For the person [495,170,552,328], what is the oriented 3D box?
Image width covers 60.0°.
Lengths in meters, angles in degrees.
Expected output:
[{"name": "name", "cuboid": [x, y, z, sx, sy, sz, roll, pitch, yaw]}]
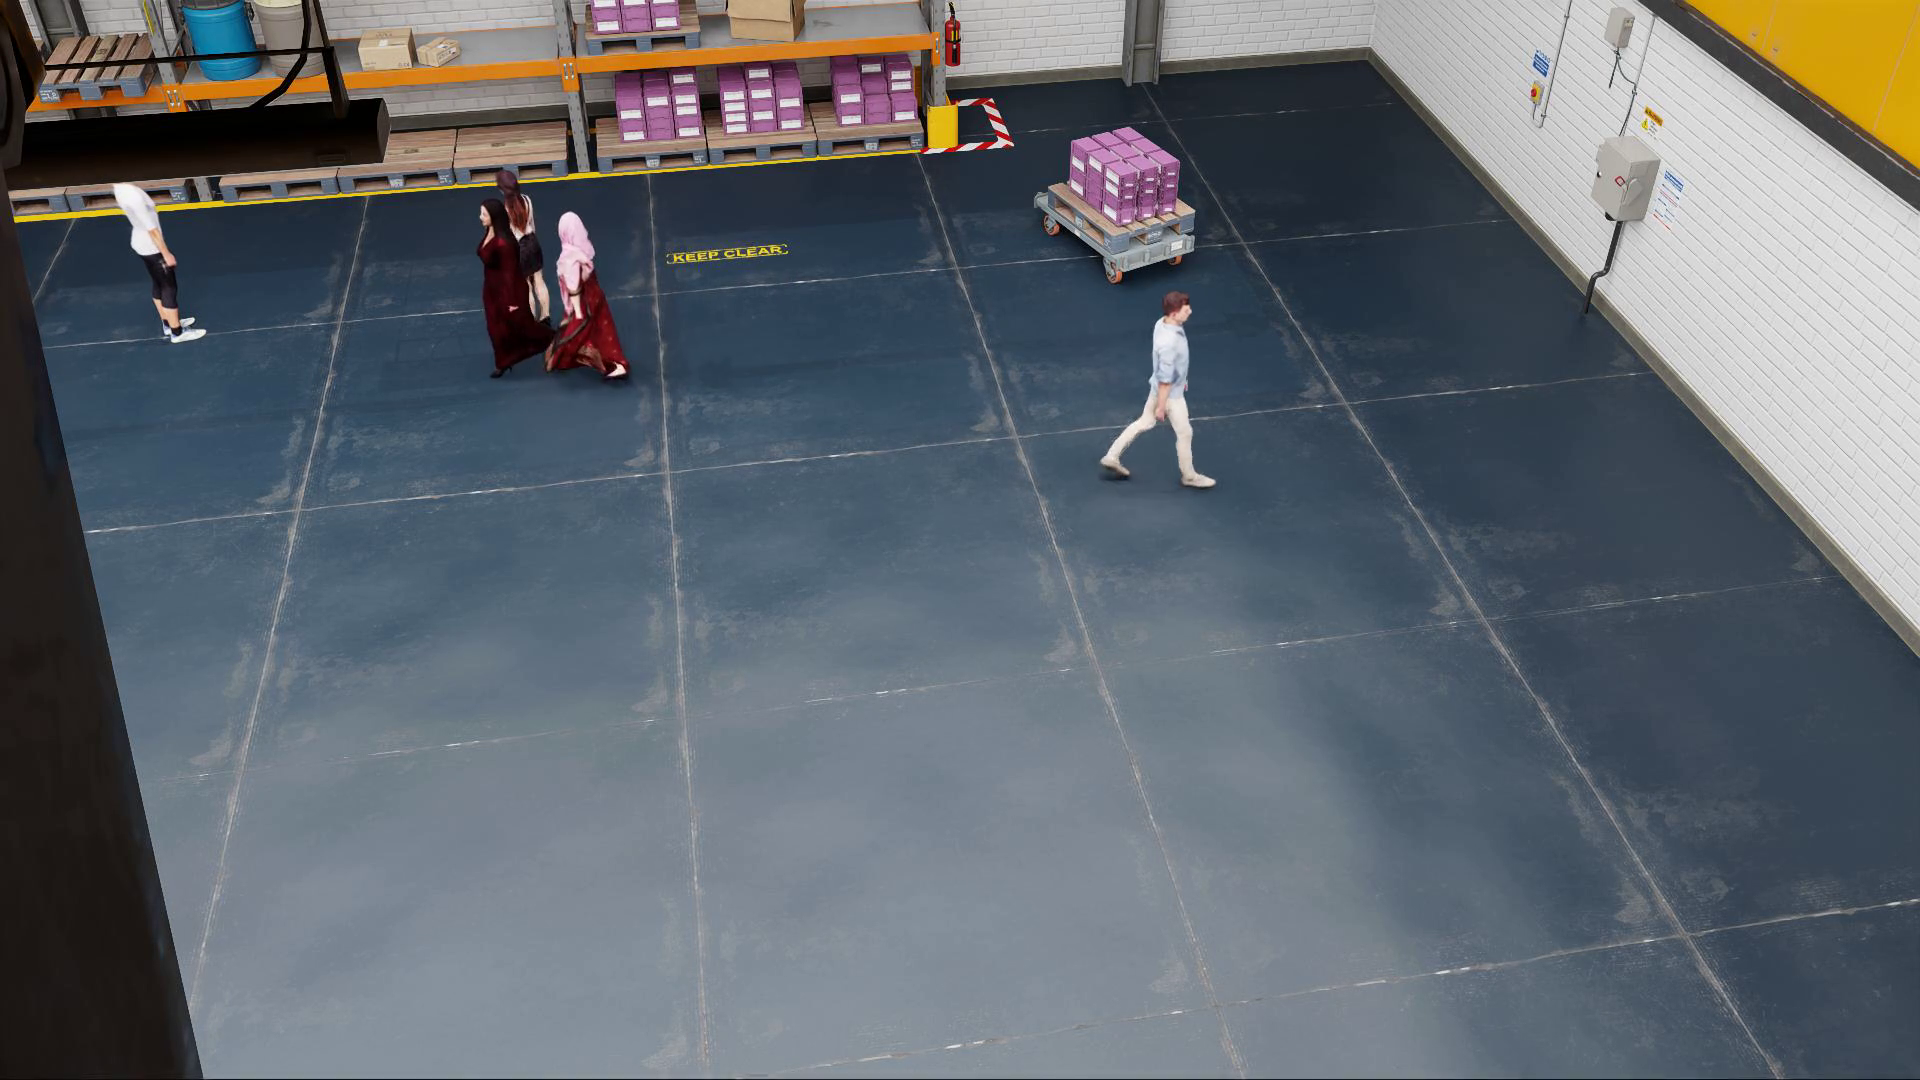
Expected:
[{"name": "person", "cuboid": [-4.017, -2.631, 15.283, 0.684, 1.651, 0.637, 20, 43, 23]}]

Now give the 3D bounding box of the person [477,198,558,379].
[{"name": "person", "cuboid": [-3.904, -2.224, 14.709, 1.127, 1.732, 0.896, -21, 43, -24]}]

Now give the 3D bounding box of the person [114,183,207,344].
[{"name": "person", "cuboid": [-7.406, -2.681, 15.188, 0.741, 1.849, 0.743, -26, 45, -29]}]

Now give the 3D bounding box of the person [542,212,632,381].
[{"name": "person", "cuboid": [-3.234, -2.092, 14.665, 1.176, 1.581, 0.937, 9, 39, 11]}]

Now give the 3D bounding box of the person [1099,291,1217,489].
[{"name": "person", "cuboid": [1.563, -1.203, 13.364, 1.249, 1.815, 0.812, 1, 39, 1]}]
